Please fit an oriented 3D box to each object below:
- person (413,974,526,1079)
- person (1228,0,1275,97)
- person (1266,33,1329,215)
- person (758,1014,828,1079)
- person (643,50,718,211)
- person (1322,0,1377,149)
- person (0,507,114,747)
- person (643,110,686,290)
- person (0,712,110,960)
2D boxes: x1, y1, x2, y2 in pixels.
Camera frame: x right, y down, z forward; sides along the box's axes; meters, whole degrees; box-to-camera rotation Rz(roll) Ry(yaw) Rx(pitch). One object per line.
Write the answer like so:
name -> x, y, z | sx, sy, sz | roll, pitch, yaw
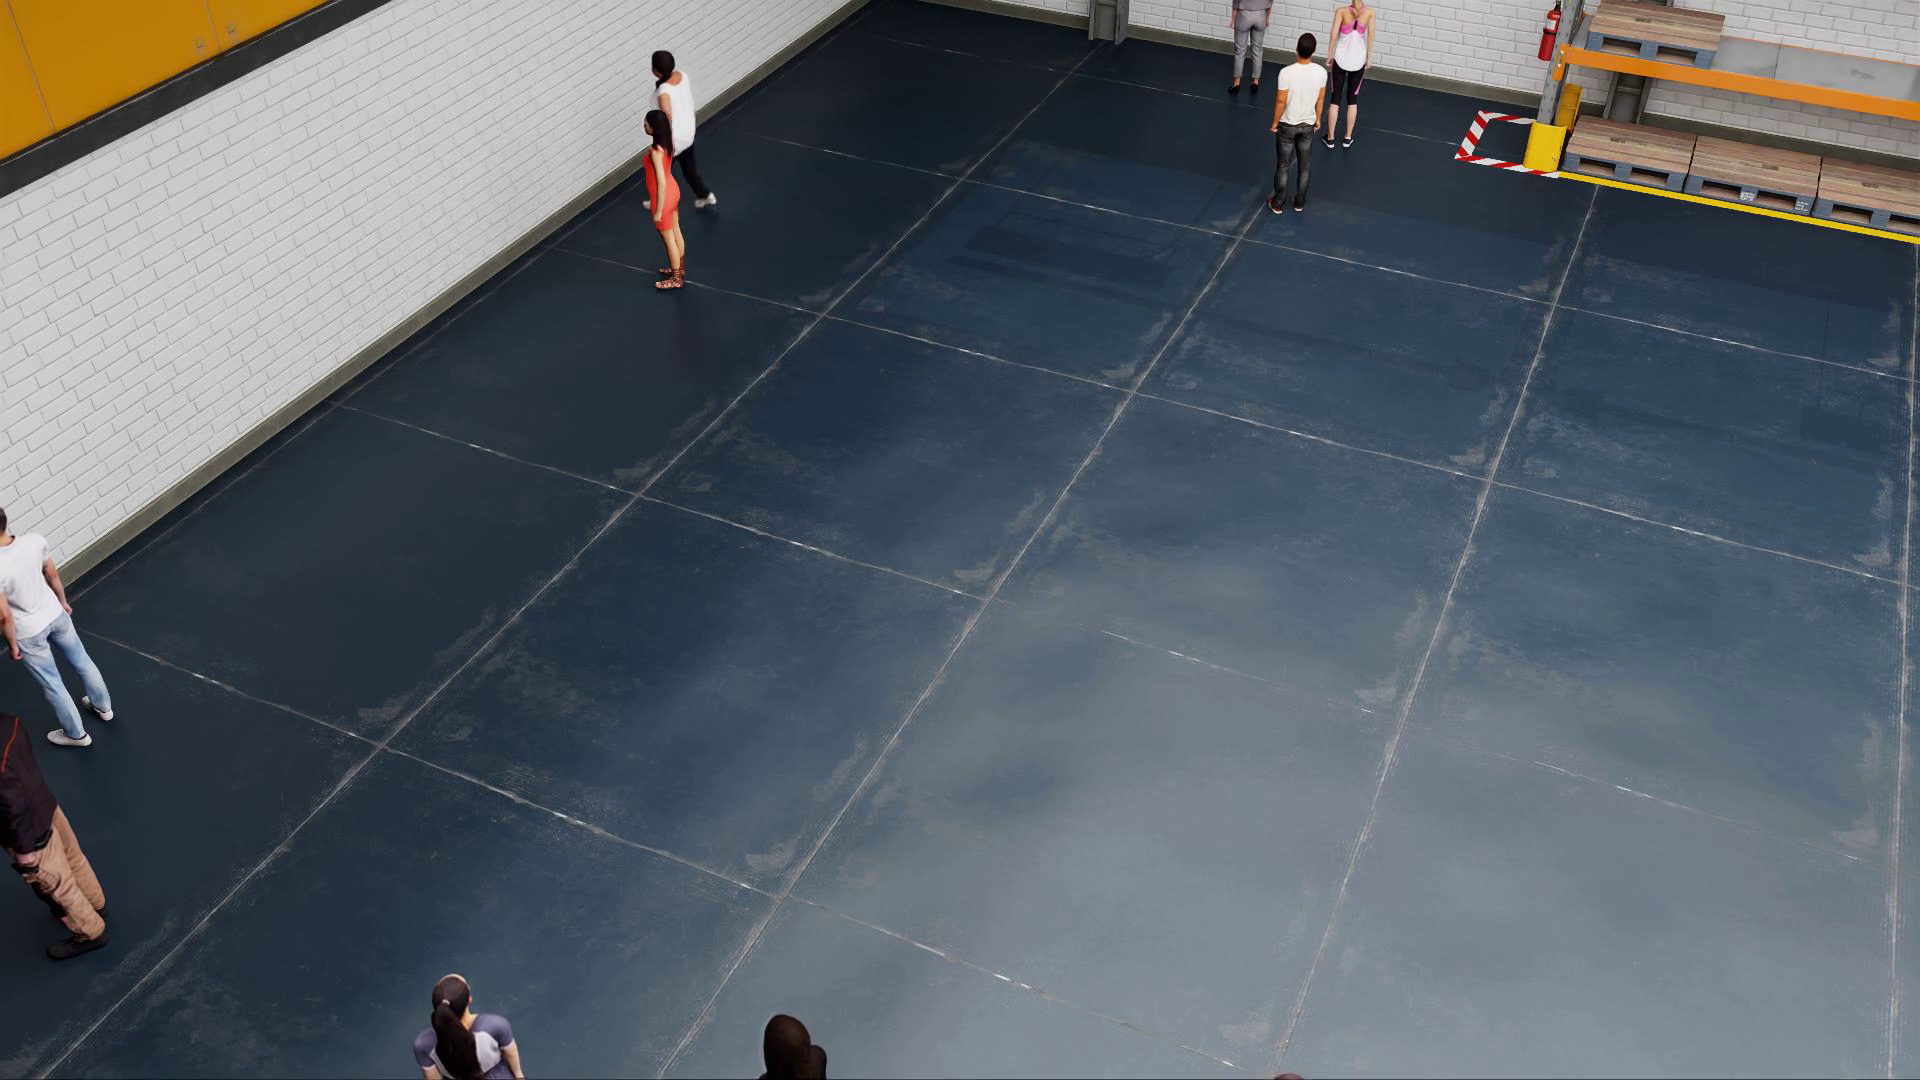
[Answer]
person -> -2.278, 2.633, 7.936 | 0.648, 1.650, 0.728 | -9, 40, -12
person -> 3.218, -5.746, 18.405 | 0.692, 1.679, 0.783 | -4, 39, -5
person -> 3.279, -4.053, 16.184 | 0.666, 1.804, 0.781 | -4, 39, -6
person -> -0.750, 2.769, 7.772 | 0.572, 1.642, 0.615 | 27, 46, 29
person -> -2.739, -3.963, 16.180 | 0.939, 1.668, 0.650 | 15, 41, 18
person -> 4.050, -4.974, 17.351 | 0.584, 1.787, 0.738 | 2, 39, 3
person -> -5.770, 0.521, 10.419 | 0.564, 1.851, 0.663 | 12, 40, 15
person -> -2.665, -3.082, 15.036 | 0.641, 1.719, 0.654 | 3, 39, 3
person -> -5.087, 1.539, 9.085 | 0.830, 1.925, 0.790 | -10, 40, -12
